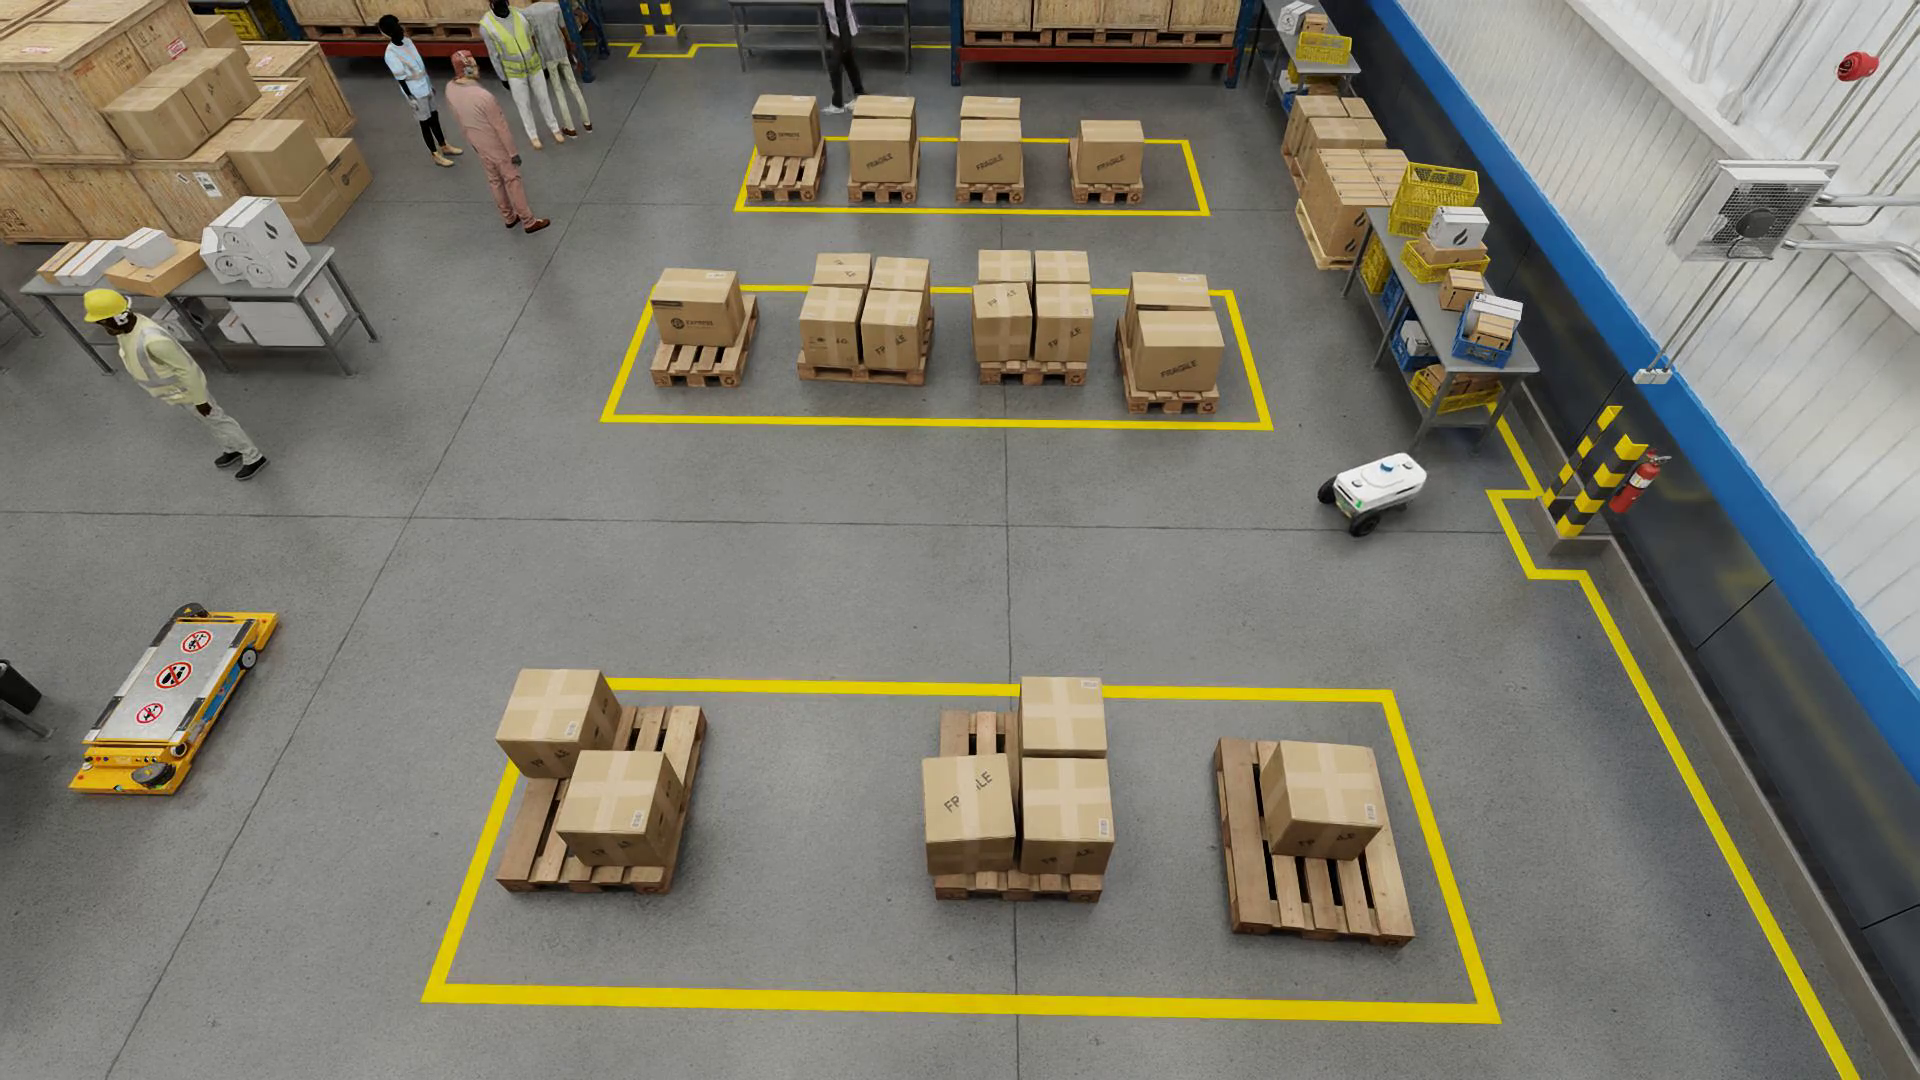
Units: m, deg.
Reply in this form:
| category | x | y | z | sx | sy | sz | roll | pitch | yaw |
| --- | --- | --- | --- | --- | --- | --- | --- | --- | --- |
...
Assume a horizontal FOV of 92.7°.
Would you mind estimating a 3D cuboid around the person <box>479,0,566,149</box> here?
| category | x | y | z | sx | sy | sz | roll | pitch | yaw |
| --- | --- | --- | --- | --- | --- | --- | --- | --- | --- |
| person | -5.343 | -5.743 | 11.196 | 0.619 | 1.836 | 0.430 | -32 | 57 | -24 |

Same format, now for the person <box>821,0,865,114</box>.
| category | x | y | z | sx | sy | sz | roll | pitch | yaw |
| --- | --- | --- | --- | --- | --- | --- | --- | --- | --- |
| person | -1.613 | -6.483 | 11.773 | 0.779 | 1.896 | 0.646 | -12 | 51 | -10 |

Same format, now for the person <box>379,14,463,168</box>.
| category | x | y | z | sx | sy | sz | roll | pitch | yaw |
| --- | --- | --- | --- | --- | --- | --- | --- | --- | --- |
| person | -6.464 | -5.363 | 10.958 | 0.315 | 1.695 | 0.541 | 2 | 50 | 2 |

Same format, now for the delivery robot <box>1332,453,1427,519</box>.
| category | x | y | z | sx | sy | sz | roll | pitch | yaw |
| --- | --- | --- | --- | --- | --- | --- | --- | --- | --- |
| delivery robot | 3.426 | -0.463 | 7.497 | 0.707 | 0.478 | 0.477 | -18 | 52 | -15 |

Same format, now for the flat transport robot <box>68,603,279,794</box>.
| category | x | y | z | sx | sy | sz | roll | pitch | yaw |
| --- | --- | --- | --- | --- | --- | --- | --- | --- | --- |
| flat transport robot | -5.504 | 1.072 | 6.442 | 0.652 | 0.197 | 1.431 | 1 | 50 | 1 |

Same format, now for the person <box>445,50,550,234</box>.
| category | x | y | z | sx | sy | sz | roll | pitch | yaw |
| --- | --- | --- | --- | --- | --- | --- | --- | --- | --- |
| person | -5.022 | -4.272 | 9.902 | 0.652 | 1.904 | 0.402 | 21 | 53 | 17 |

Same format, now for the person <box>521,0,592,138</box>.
| category | x | y | z | sx | sy | sz | roll | pitch | yaw |
| --- | --- | --- | --- | --- | --- | --- | --- | --- | --- |
| person | -5.030 | -5.980 | 11.366 | 0.513 | 1.876 | 0.328 | -32 | 57 | -24 |

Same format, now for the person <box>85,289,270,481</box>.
| category | x | y | z | sx | sy | sz | roll | pitch | yaw |
| --- | --- | --- | --- | --- | --- | --- | --- | --- | --- |
| person | -6.289 | -1.233 | 7.376 | 0.594 | 1.832 | 0.403 | 28 | 55 | 22 |
